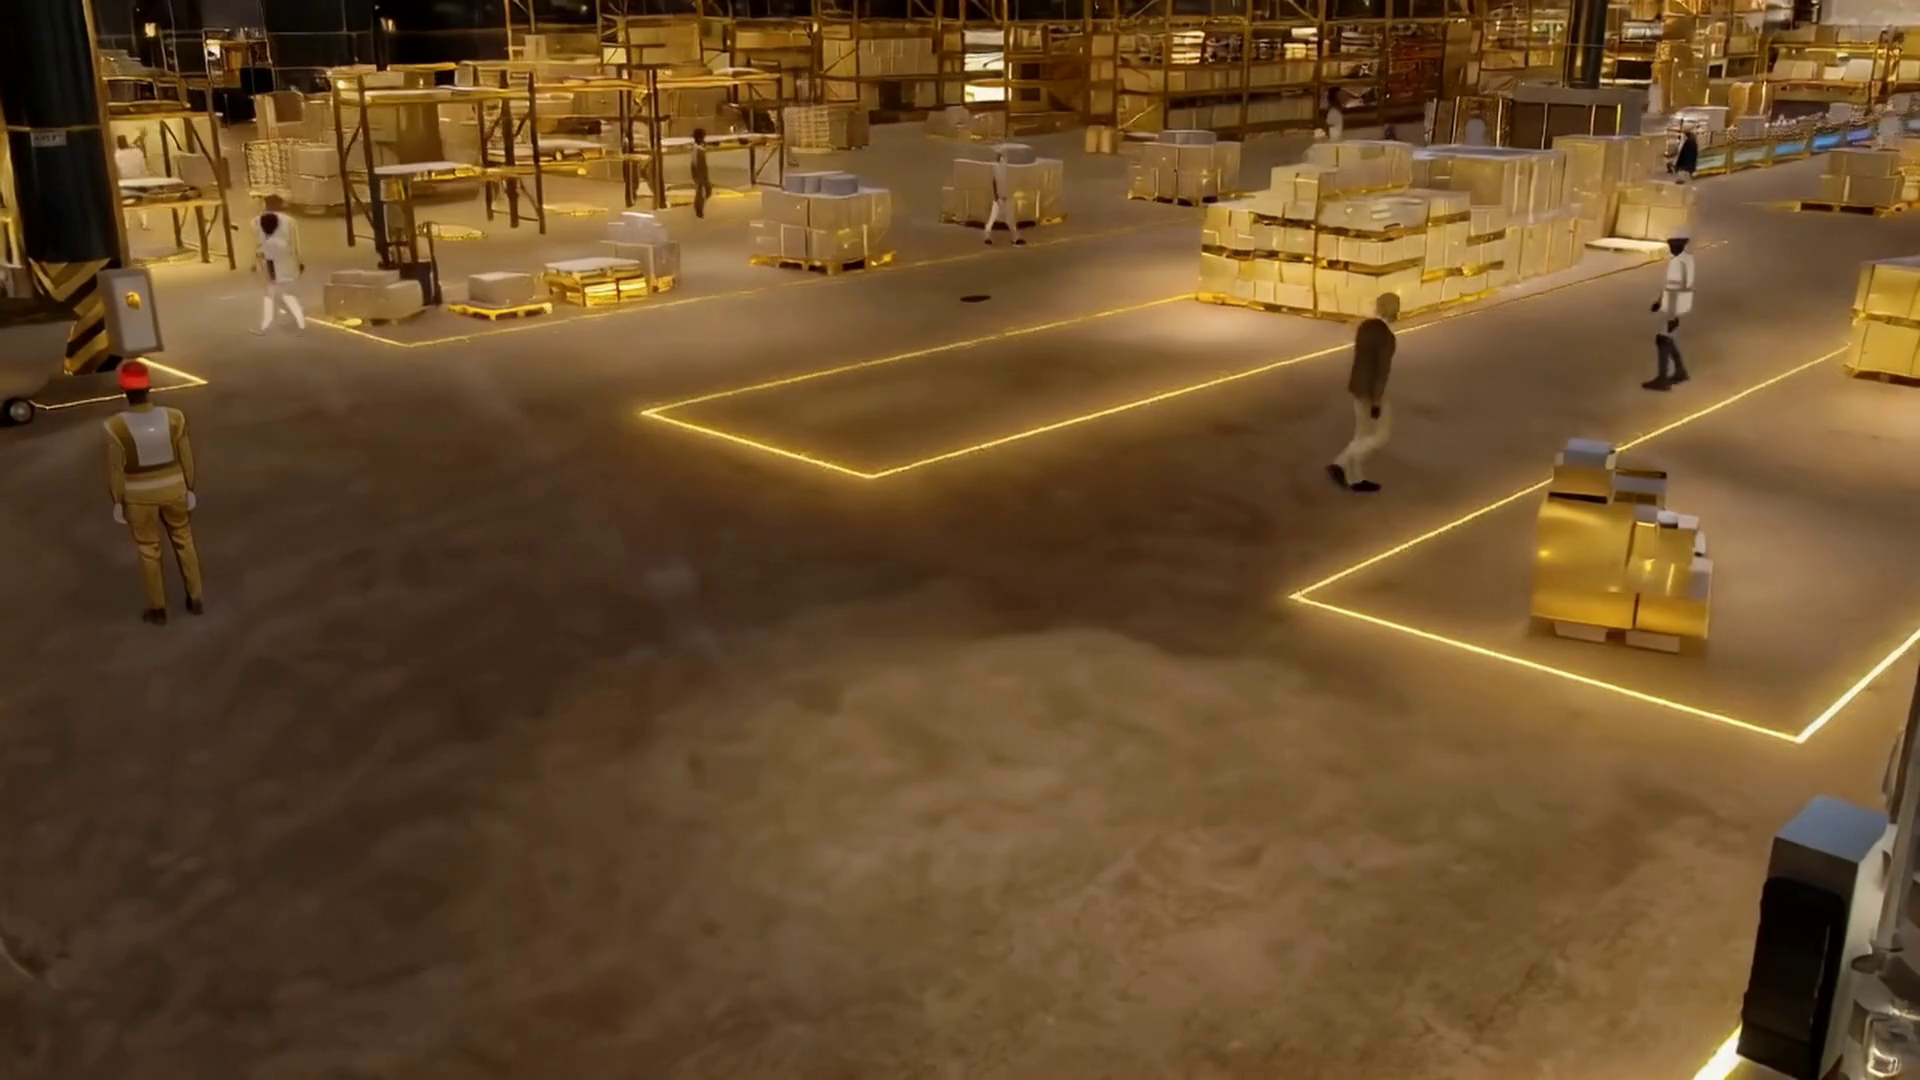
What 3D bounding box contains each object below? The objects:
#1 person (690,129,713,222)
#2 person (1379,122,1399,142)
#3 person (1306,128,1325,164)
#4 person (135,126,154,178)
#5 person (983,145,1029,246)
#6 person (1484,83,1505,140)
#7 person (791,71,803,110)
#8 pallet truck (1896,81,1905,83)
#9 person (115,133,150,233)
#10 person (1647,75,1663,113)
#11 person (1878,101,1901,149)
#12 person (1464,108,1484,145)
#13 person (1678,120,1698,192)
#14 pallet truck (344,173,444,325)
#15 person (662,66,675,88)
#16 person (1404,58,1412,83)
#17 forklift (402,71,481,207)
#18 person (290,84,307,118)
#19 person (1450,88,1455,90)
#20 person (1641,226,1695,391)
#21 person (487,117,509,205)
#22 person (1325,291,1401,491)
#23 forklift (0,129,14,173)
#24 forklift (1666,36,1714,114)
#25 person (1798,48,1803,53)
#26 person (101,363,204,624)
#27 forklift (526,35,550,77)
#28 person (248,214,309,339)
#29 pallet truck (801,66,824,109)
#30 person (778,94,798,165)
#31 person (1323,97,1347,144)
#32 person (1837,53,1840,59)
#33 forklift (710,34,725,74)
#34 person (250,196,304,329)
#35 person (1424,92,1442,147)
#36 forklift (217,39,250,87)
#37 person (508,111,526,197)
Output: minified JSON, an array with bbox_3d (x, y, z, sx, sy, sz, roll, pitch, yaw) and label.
[{"bbox_3d":[-5.227,-7.347,33.552,0.409,1.833,0.545,6,19,18],"label":"person"},{"bbox_3d":[8.443,-7.249,32.933,0.686,2.000,0.732,-5,19,-14],"label":"person"},{"bbox_3d":[6.983,-7.076,32.573,0.543,1.939,0.370,-5,19,-14],"label":"person"},{"bbox_3d":[-18.138,-8.329,36.846,0.603,1.626,0.520,-17,25,-41],"label":"person"},{"bbox_3d":[0.798,-6.262,30.315,0.953,1.817,0.533,15,23,38],"label":"person"},{"bbox_3d":[16.101,-12.852,50.167,0.602,1.817,0.676,15,23,37],"label":"person"},{"bbox_3d":[-5.469,-14.720,55.654,0.441,1.904,0.621,3,19,10],"label":"person"},{"bbox_3d":[34.802,-16.331,61.455,0.653,1.274,1.630,17,25,41],"label":"pallet truck"},{"bbox_3d":[-16.030,-6.887,32.091,0.858,1.886,0.593,16,24,39],"label":"person"},{"bbox_3d":[22.470,-14.122,53.909,0.639,1.875,0.872,-12,22,-33],"label":"person"},{"bbox_3d":[24.226,-10.585,43.478,0.901,1.723,0.545,-13,22,-35],"label":"person"},{"bbox_3d":[12.711,-9.801,41.126,0.529,1.723,0.865,-4,19,-13],"label":"person"},{"bbox_3d":[14.745,-7.520,33.823,0.397,1.992,0.623,6,19,17],"label":"person"},{"bbox_3d":[-8.209,-4.181,23.757,0.823,1.965,1.885,3,19,9],"label":"pallet truck"},{"bbox_3d":[-11.459,-17.814,65.397,0.538,1.623,0.463,2,18,7],"label":"person"},{"bbox_3d":[21.185,-22.191,78.582,0.307,1.638,0.513,17,25,42],"label":"person"},{"bbox_3d":[-11.606,-8.747,36.134,1.129,2.768,1.873,17,25,41],"label":"forklift"},{"bbox_3d":[-19.129,-12.172,47.994,0.630,1.905,0.944,-14,23,-36],"label":"person"},{"bbox_3d":[23.010,-22.001,77.538,0.355,1.938,0.636,7,19,19],"label":"person"},{"bbox_3d":[8.359,-2.716,19.488,0.589,1.901,0.549,16,24,40],"label":"person"},{"bbox_3d":[-10.020,-8.225,36.157,0.747,1.879,0.597,-9,20,-24],"label":"person"},{"bbox_3d":[3.728,-1.340,15.341,0.578,1.919,0.633,-3,19,-10],"label":"person"},{"bbox_3d":[-24.026,-10.894,42.605,1.129,2.768,1.873,17,25,41],"label":"forklift"},{"bbox_3d":[27.341,-17.291,61.877,1.129,2.768,1.873,17,25,41],"label":"forklift"},{"bbox_3d":[41.131,-23.241,81.574,0.606,1.740,0.541,-17,25,-41],"label":"person"},{"bbox_3d":[-5.954,-0.346,12.280,0.614,1.945,0.403,-17,25,-42],"label":"person"},{"bbox_3d":[-16.117,-17.897,63.701,1.873,2.768,1.129,6,19,18],"label":"forklift"},{"bbox_3d":[-9.226,-3.545,22.388,0.810,1.644,0.550,2,18,6],"label":"person"},{"bbox_3d":[-4.812,-15.182,56.903,0.823,1.965,1.885,-9,21,-26],"label":"pallet truck"},{"bbox_3d":[-4.570,-10.935,44.359,0.411,1.848,0.508,7,20,20],"label":"person"},{"bbox_3d":[9.540,-10.192,41.976,0.927,1.926,0.615,13,23,35],"label":"person"},{"bbox_3d":[41.145,-22.274,78.298,0.402,1.987,0.608,13,22,34],"label":"person"},{"bbox_3d":[-9.344,-18.558,65.693,1.873,2.768,1.129,14,23,36],"label":"forklift"},{"bbox_3d":[-9.514,-3.872,23.182,0.685,1.780,0.990,-6,19,-17],"label":"person"},{"bbox_3d":[13.754,-12.184,48.366,0.537,1.684,0.492,12,22,31],"label":"person"},{"bbox_3d":[-25.669,-16.358,59.066,1.873,2.768,1.129,17,25,41],"label":"forklift"},{"bbox_3d":[-10.055,-8.743,37.681,0.342,1.882,0.587,-2,19,-7],"label":"person"}]
